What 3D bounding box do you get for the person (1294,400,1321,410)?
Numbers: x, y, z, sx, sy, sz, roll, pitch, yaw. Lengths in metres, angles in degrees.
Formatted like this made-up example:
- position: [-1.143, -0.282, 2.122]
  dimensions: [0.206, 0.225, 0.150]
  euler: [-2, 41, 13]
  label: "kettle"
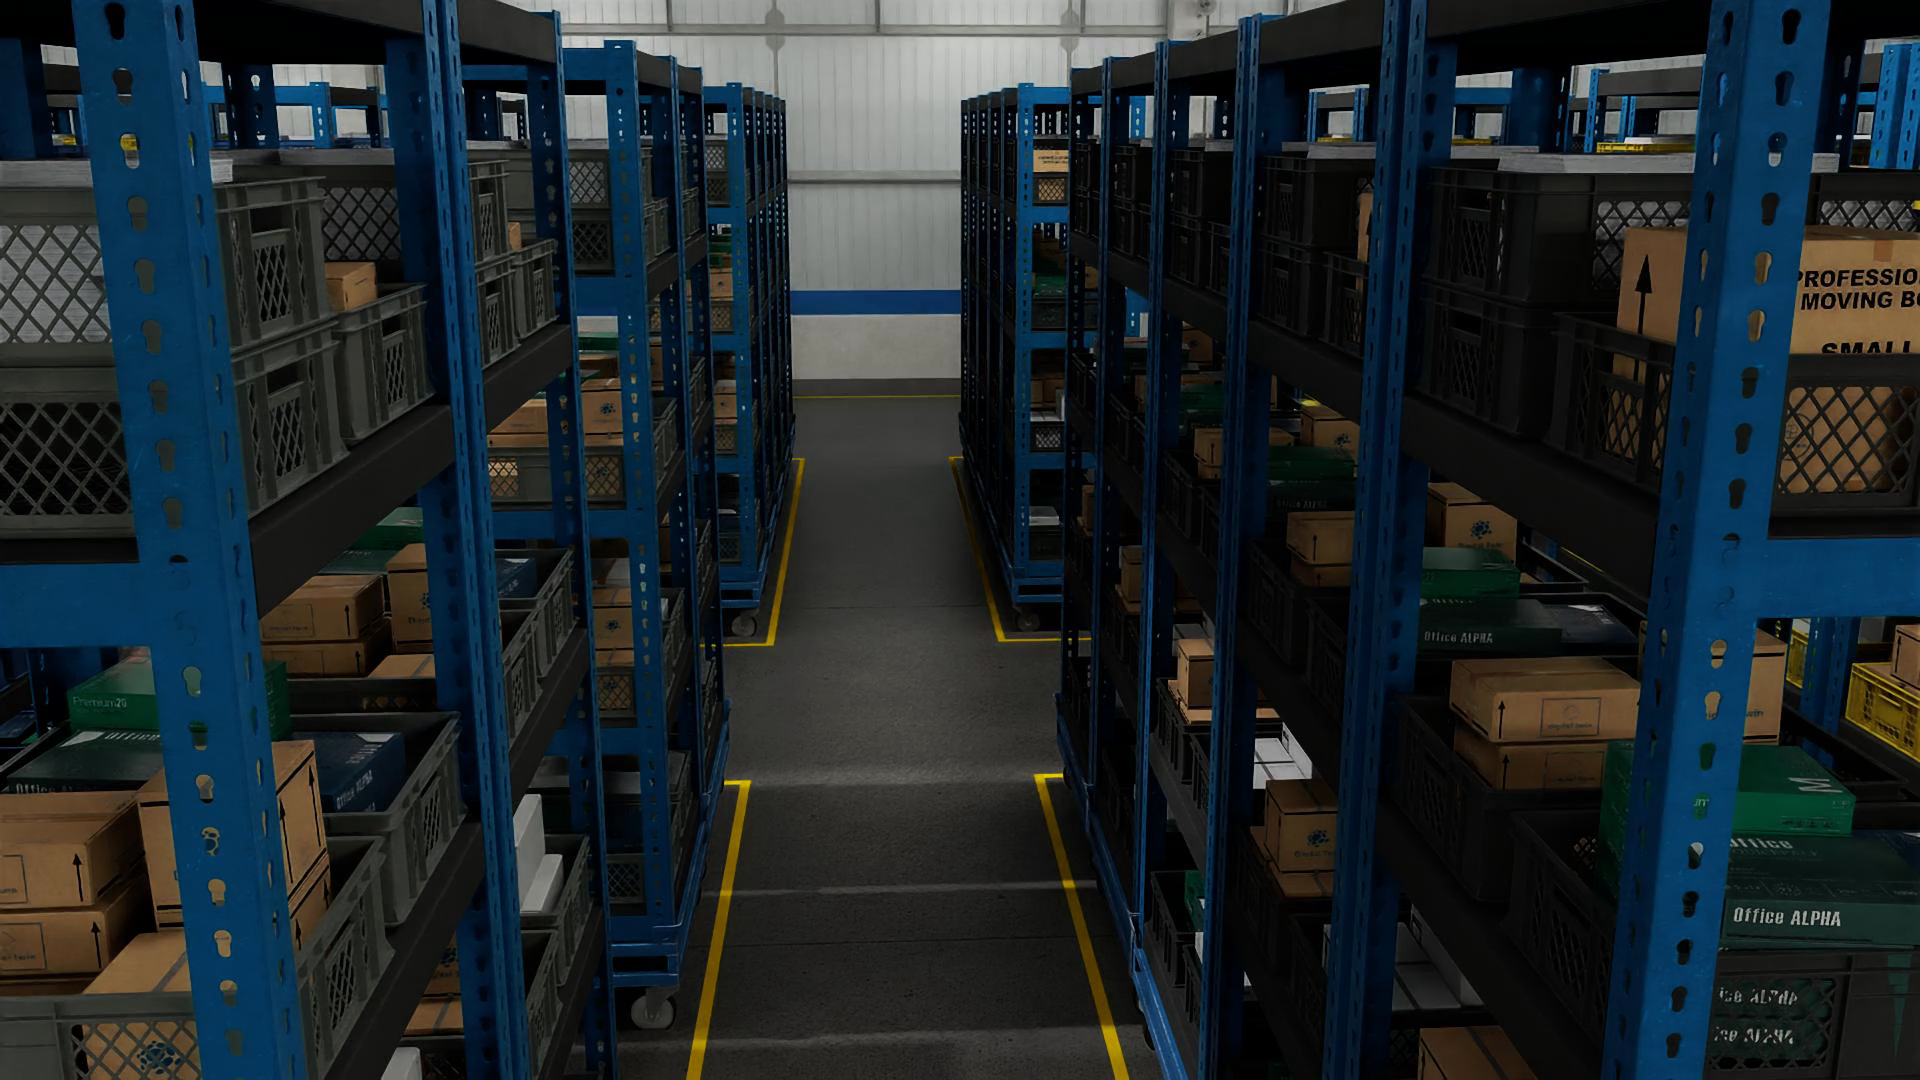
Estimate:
- position: [1.941, 0.090, 9.621]
  dimensions: [0.589, 1.824, 0.403]
  euler: [-10, 17, -34]
  label: "person"
